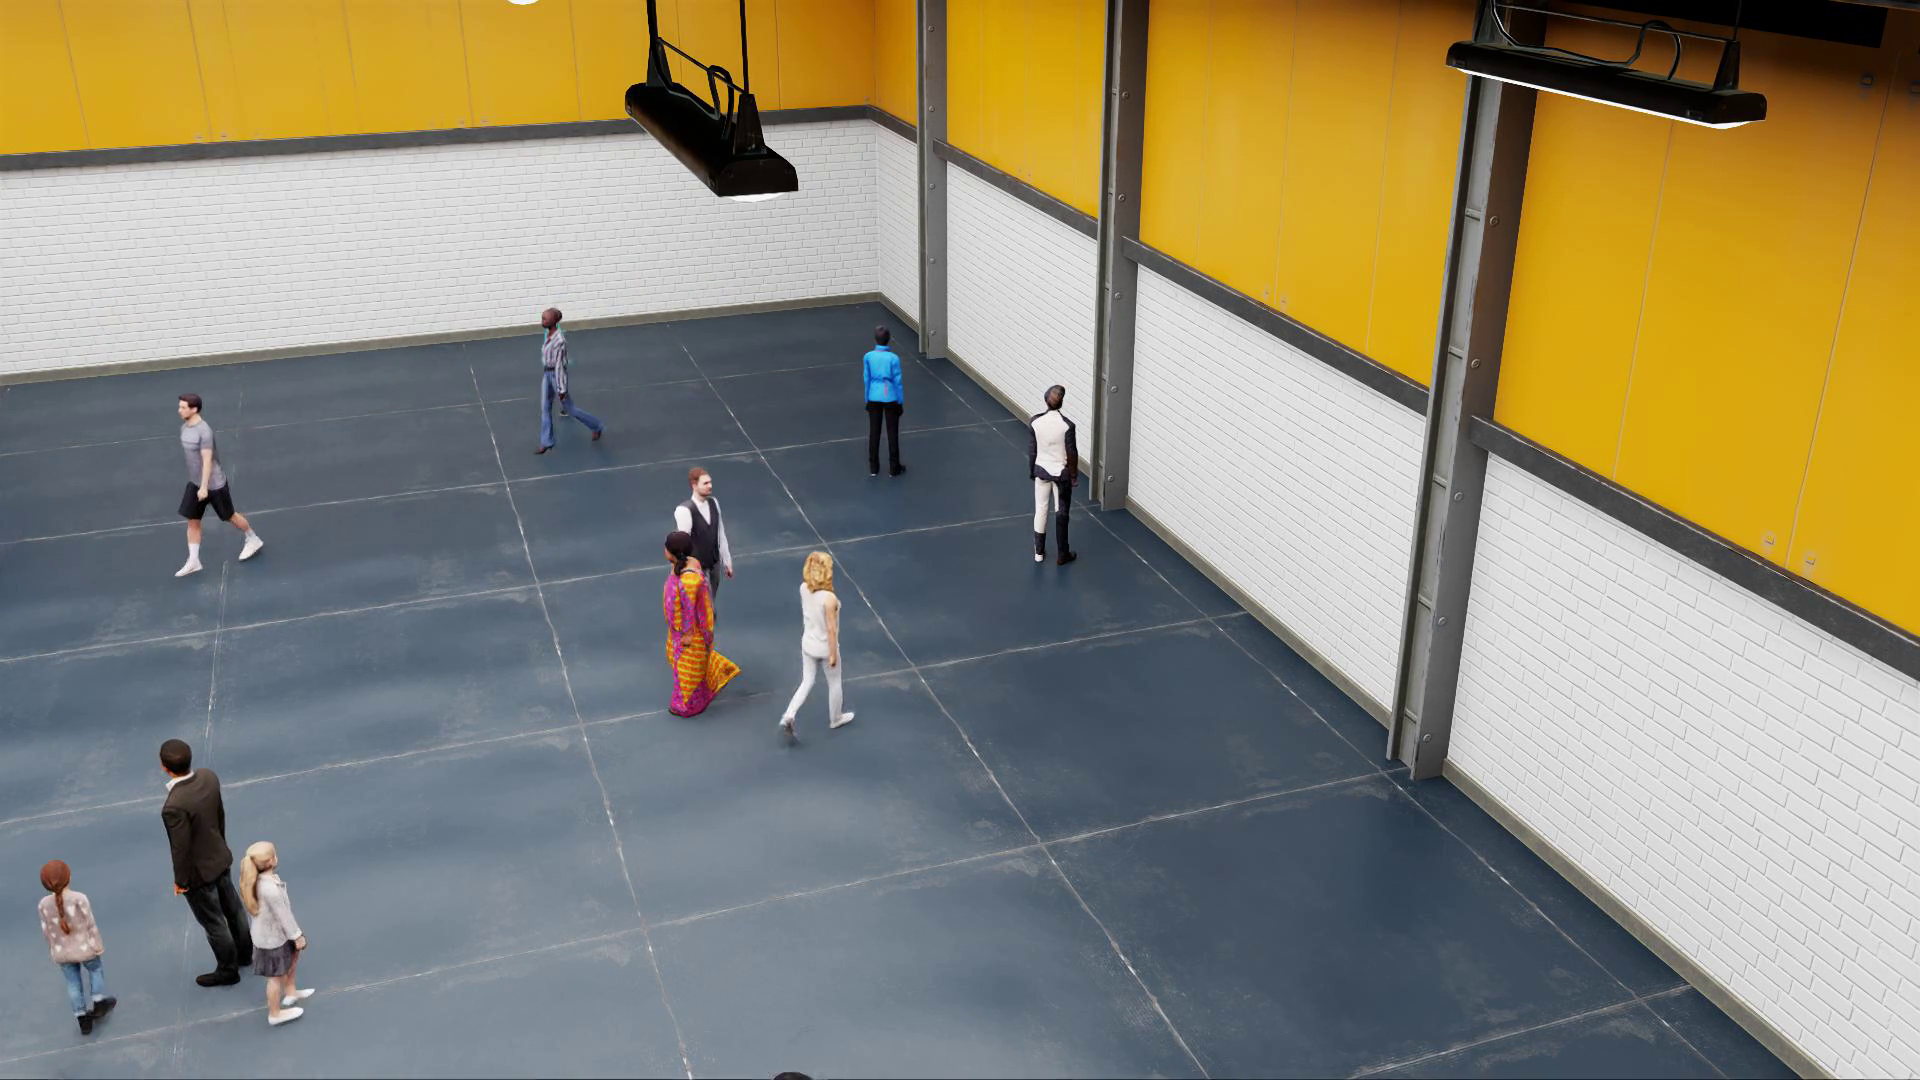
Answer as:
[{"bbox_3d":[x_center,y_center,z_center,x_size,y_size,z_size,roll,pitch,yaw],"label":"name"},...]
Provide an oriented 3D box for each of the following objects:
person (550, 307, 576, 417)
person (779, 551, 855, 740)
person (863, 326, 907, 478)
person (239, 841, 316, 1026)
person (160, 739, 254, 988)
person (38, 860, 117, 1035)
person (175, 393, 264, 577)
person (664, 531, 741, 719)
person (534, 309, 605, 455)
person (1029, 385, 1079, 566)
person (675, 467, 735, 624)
[{"bbox_3d":[-5.100,-2.319,21.319,0.759,1.428,0.441,-4,24,-10],"label":"person"},{"bbox_3d":[-1.225,0.884,13.712,1.018,1.654,0.950,19,30,37],"label":"person"},{"bbox_3d":[-0.892,-1.607,19.231,0.695,1.797,0.719,7,24,15],"label":"person"},{"bbox_3d":[-4.403,2.501,10.497,0.650,1.265,0.577,-14,27,-30],"label":"person"},{"bbox_3d":[-4.904,2.078,10.794,0.808,1.802,0.656,3,24,7],"label":"person"},{"bbox_3d":[-5.562,2.582,10.420,0.532,1.178,0.567,-4,24,-10],"label":"person"},{"bbox_3d":[-7.543,-0.601,16.870,1.183,1.844,1.176,14,27,29],"label":"person"},{"bbox_3d":[-2.237,0.690,14.153,0.723,1.655,0.807,-9,25,-20],"label":"person"},{"bbox_3d":[-4.728,-1.888,19.917,0.876,1.763,1.113,-15,28,-30],"label":"person"},{"bbox_3d":[0.951,-0.672,16.971,0.766,1.893,0.822,10,26,22],"label":"person"},{"bbox_3d":[-2.377,0.234,14.862,0.858,1.923,0.812,13,27,28],"label":"person"}]
